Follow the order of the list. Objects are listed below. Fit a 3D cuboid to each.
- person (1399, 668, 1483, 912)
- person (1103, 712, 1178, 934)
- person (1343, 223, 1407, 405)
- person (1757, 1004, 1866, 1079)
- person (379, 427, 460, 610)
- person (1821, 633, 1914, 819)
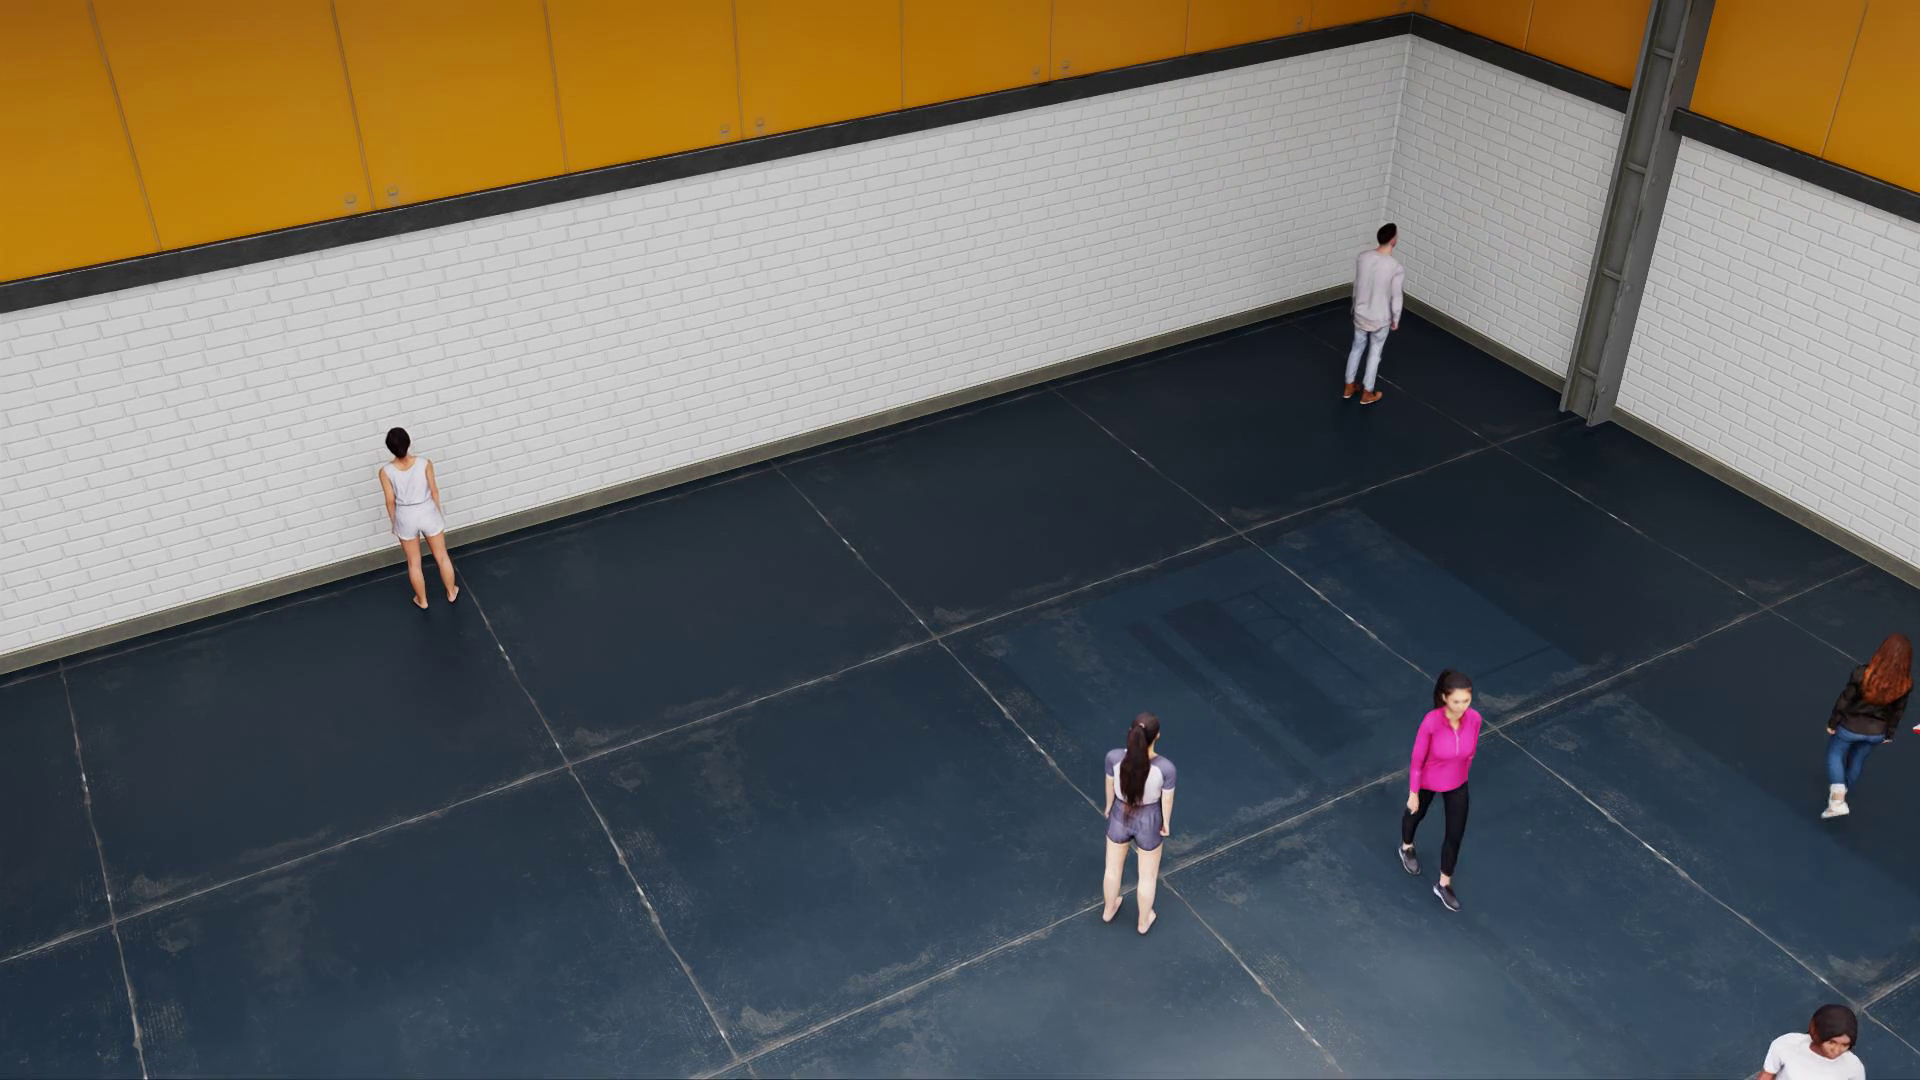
[{"bbox_3d":[2.985,1.467,10.505,0.787,1.677,0.966,-5,34,-8],"label":"person"},{"bbox_3d":[1.068,1.728,10.140,0.647,1.646,0.717,10,35,15],"label":"person"},{"bbox_3d":[3.931,-2.160,15.816,0.608,1.837,0.800,28,43,36],"label":"person"},{"bbox_3d":[4.156,2.892,8.341,0.986,1.698,1.017,12,35,17],"label":"person"},{"bbox_3d":[-4.259,-0.171,13.037,0.599,1.601,0.585,-13,36,-18],"label":"person"},{"bbox_3d":[5.977,1.265,10.995,0.806,1.469,0.871,8,34,11],"label":"person"}]
